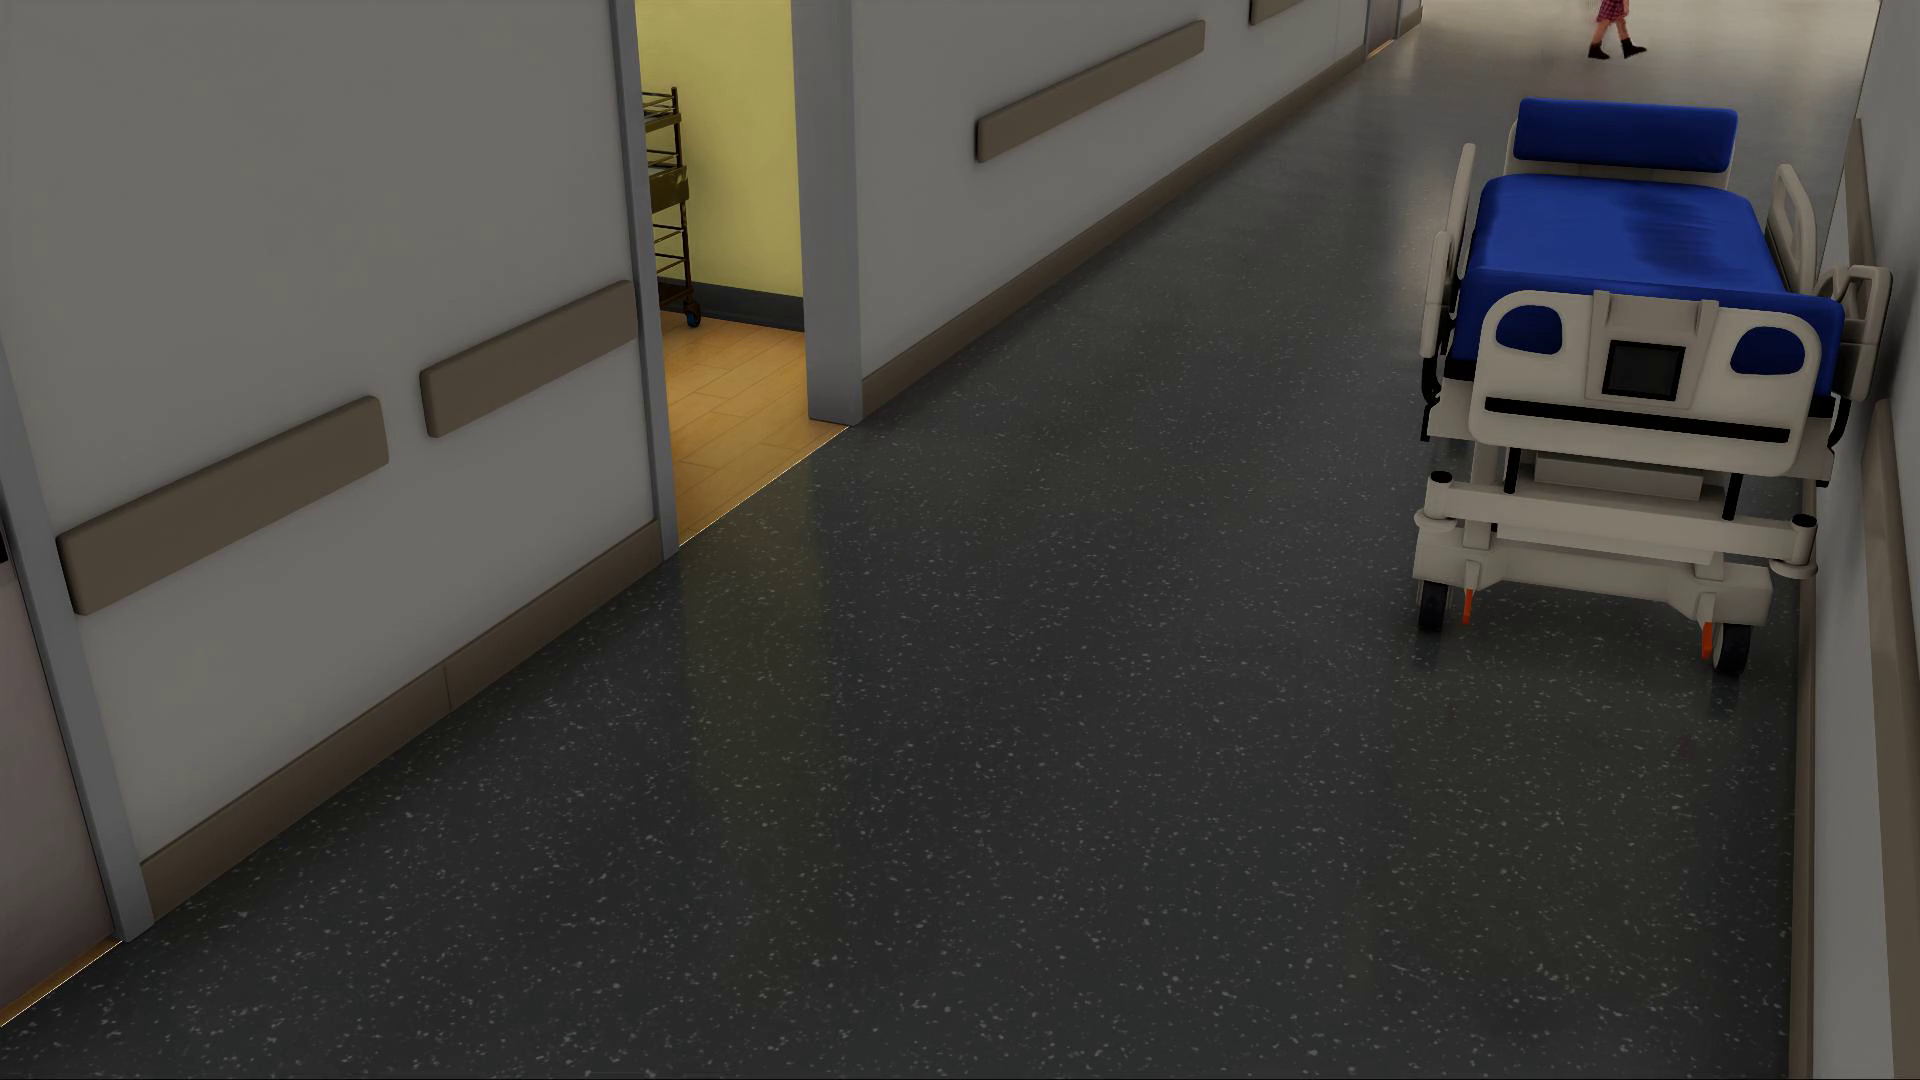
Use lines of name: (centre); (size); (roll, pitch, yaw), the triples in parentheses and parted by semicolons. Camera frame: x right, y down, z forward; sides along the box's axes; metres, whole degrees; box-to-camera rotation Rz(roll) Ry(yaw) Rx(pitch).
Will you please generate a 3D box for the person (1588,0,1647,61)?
person: (5.496, -4.570, 14.052); (0.703, 1.007, 0.502); (7, 27, 14)
